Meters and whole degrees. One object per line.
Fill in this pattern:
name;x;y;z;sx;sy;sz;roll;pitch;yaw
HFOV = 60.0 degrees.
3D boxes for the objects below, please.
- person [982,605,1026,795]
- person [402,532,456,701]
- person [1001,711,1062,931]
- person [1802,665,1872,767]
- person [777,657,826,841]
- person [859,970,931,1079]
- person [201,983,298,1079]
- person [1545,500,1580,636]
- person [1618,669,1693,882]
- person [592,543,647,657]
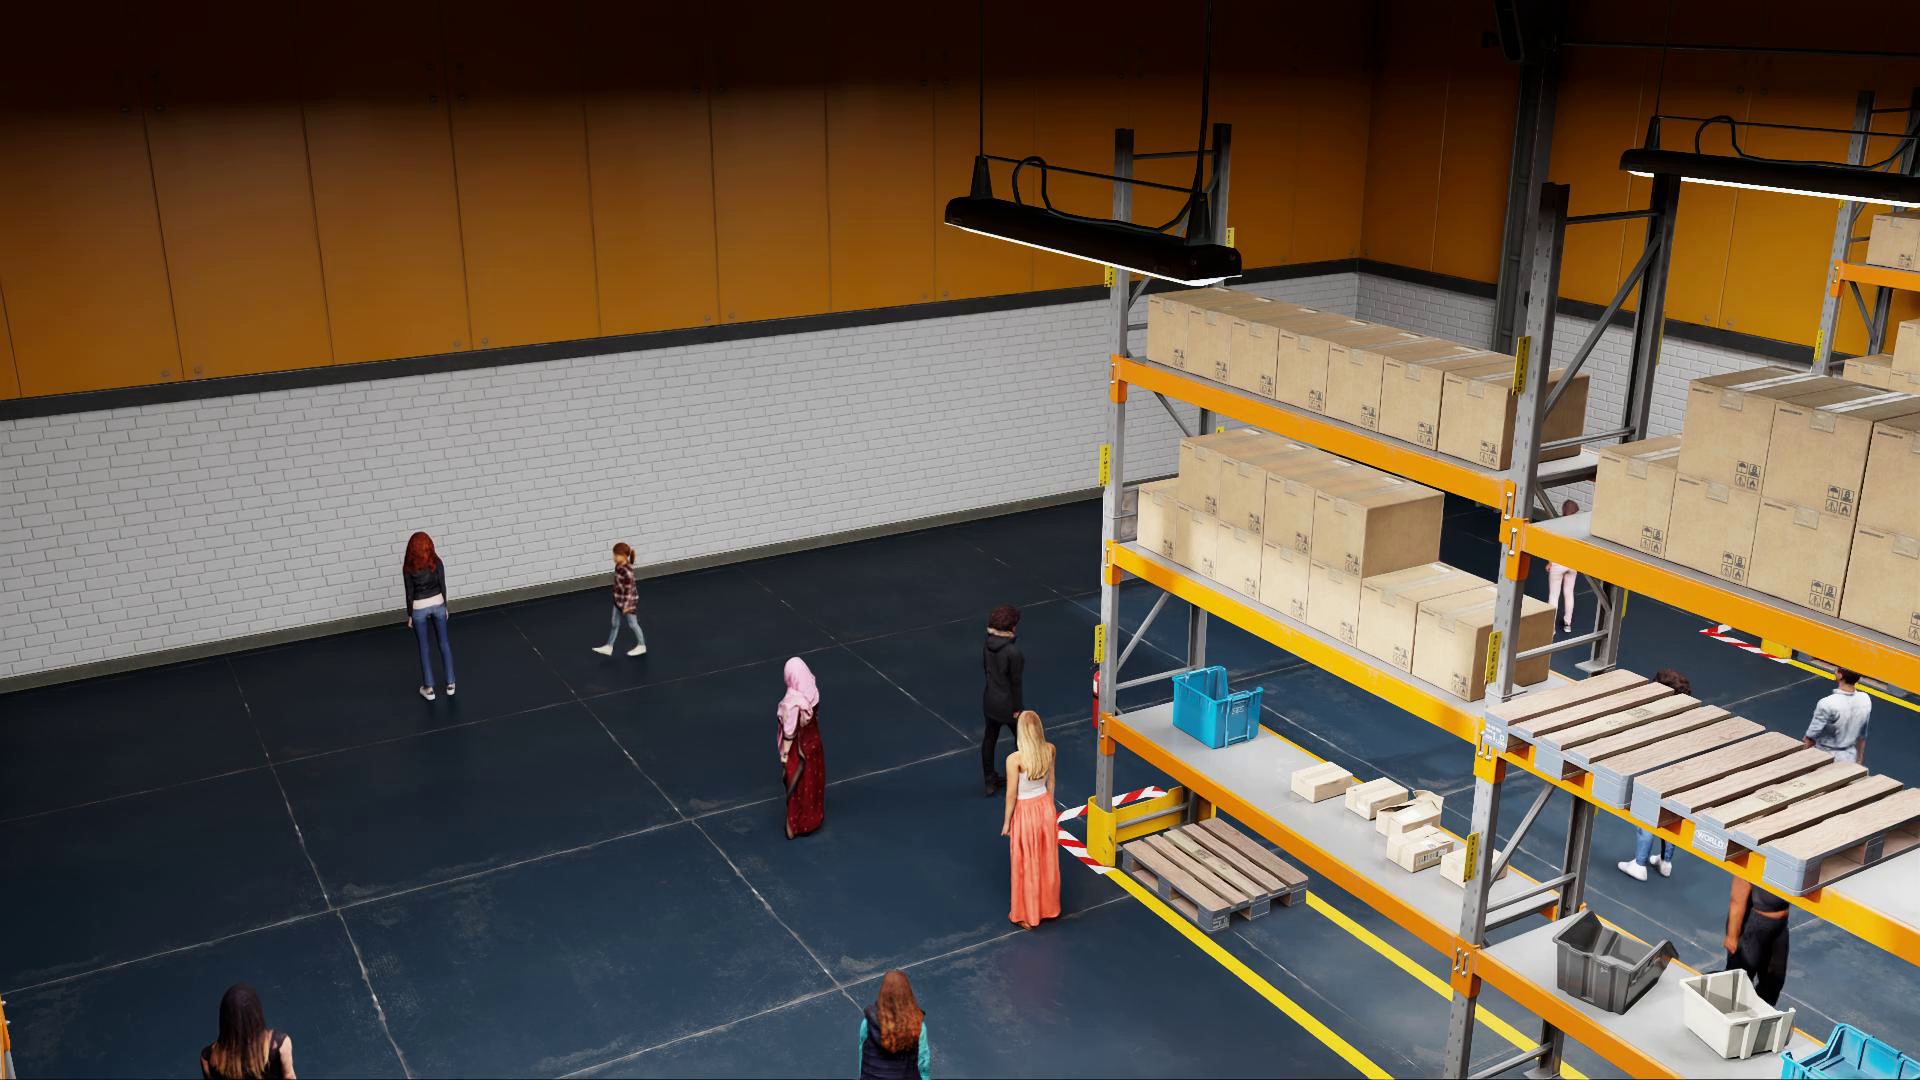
person;0.335;1.472;14.930;1.000;1.746;0.888;16;24;39
person;-5.430;0.758;16.987;0.561;1.786;0.523;-10;21;-28
person;0.559;2.153;12.822;0.619;1.802;0.575;-11;21;-29
person;7.203;1.884;13.626;0.881;1.797;1.255;-5;19;-15
person;-1.350;1.760;14.253;0.766;1.633;0.761;11;22;30
person;-0.412;3.284;9.947;0.704;1.493;0.753;2;19;6
person;-4.004;3.324;9.485;0.677;1.711;0.655;-7;20;-19
person;6.799;0.291;18.722;0.604;1.564;0.616;-3;19;-8
person;5.700;1.905;13.546;0.729;1.809;0.656;-5;19;-14
person;-3.584;0.649;18.096;0.641;1.286;0.740;-12;22;-32
